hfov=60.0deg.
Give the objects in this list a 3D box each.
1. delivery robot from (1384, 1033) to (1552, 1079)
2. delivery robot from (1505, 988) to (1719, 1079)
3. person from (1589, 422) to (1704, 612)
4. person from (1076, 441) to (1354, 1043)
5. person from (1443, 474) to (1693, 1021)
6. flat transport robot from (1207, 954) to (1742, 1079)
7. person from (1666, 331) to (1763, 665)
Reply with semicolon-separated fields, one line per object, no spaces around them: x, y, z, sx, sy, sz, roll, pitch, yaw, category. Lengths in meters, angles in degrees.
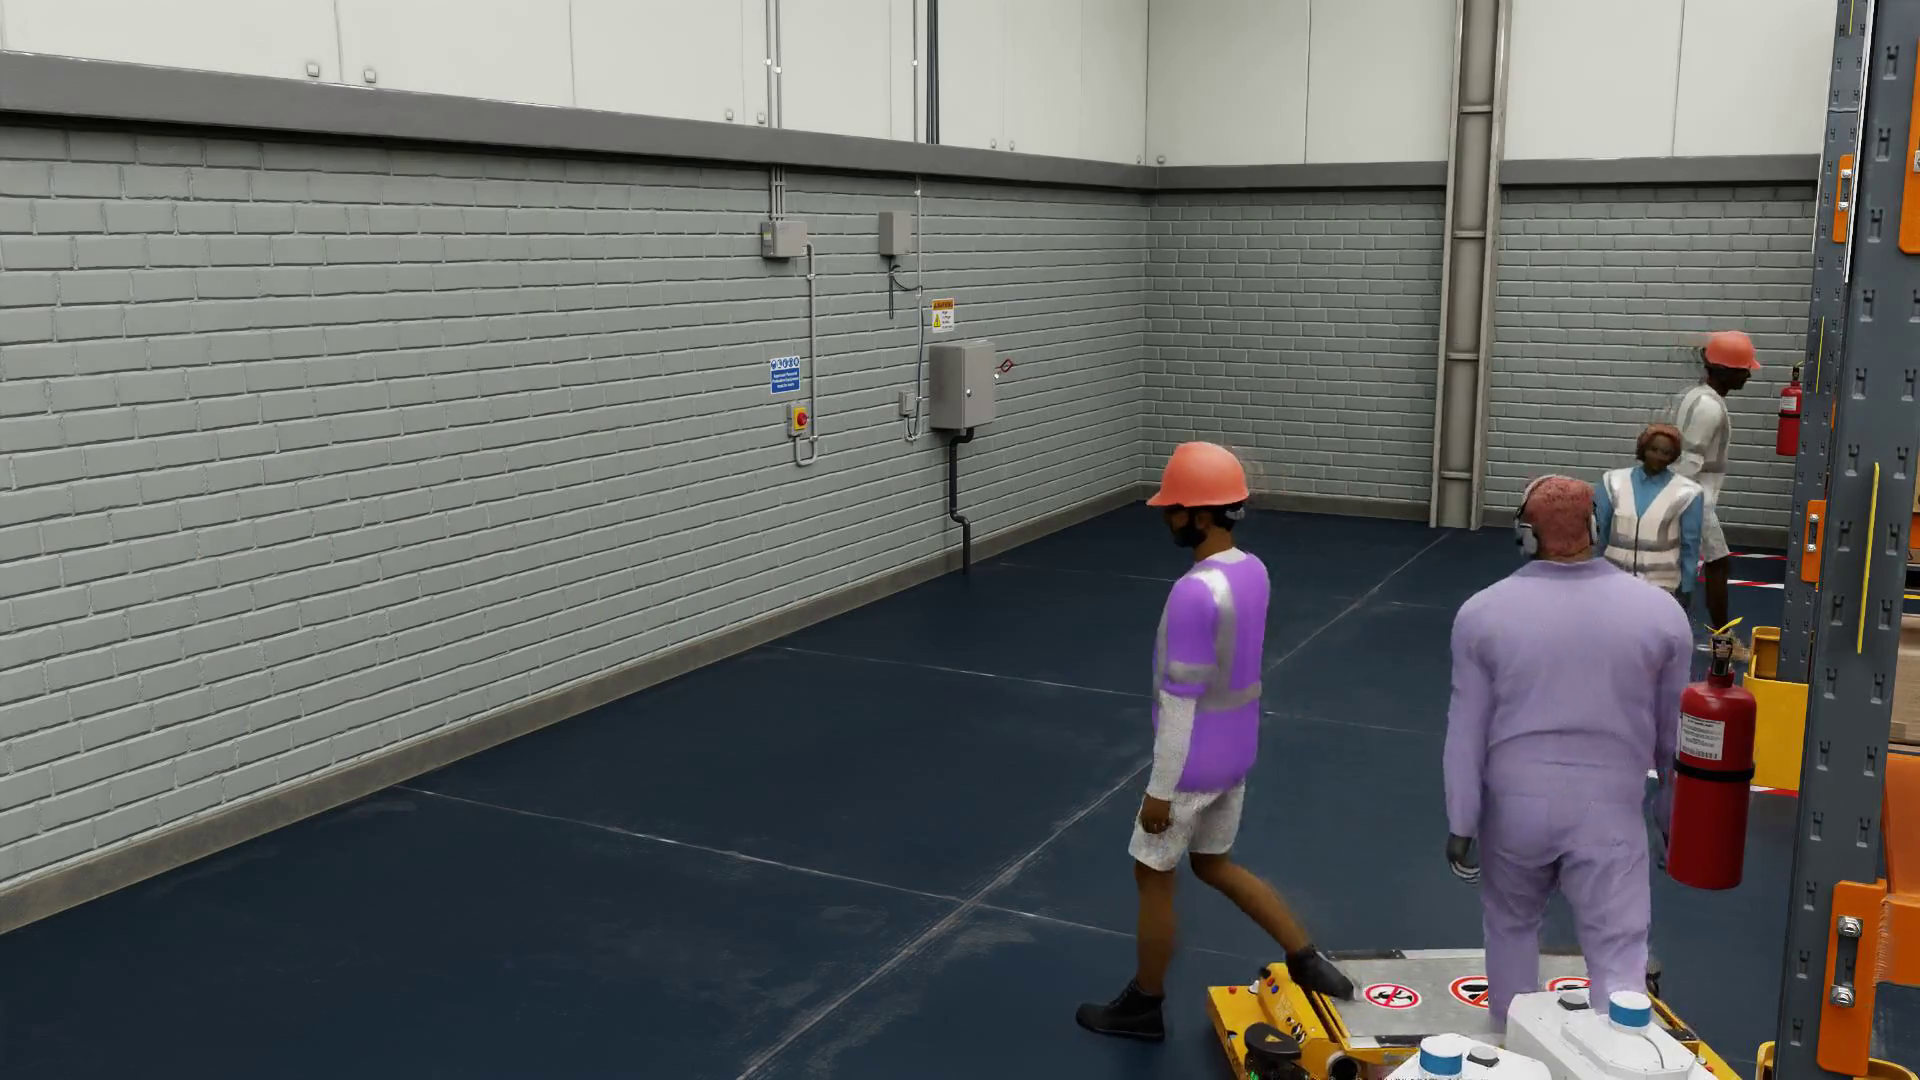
1.167;1.461;4.074;0.477;0.478;0.707;9;14;40;delivery robot
1.726;1.416;4.319;0.477;0.478;0.707;-2;11;-10;delivery robot
3.391;0.205;8.250;0.535;1.619;0.549;9;13;39;person
0.771;0.653;5.048;0.781;1.913;0.558;6;12;31;person
1.675;0.773;4.562;0.676;1.862;0.871;2;11;13;person
1.524;1.470;5.056;1.431;0.197;0.652;0;10;-3;flat transport robot
4.241;-0.255;9.841;1.081;1.984;0.664;3;11;15;person
